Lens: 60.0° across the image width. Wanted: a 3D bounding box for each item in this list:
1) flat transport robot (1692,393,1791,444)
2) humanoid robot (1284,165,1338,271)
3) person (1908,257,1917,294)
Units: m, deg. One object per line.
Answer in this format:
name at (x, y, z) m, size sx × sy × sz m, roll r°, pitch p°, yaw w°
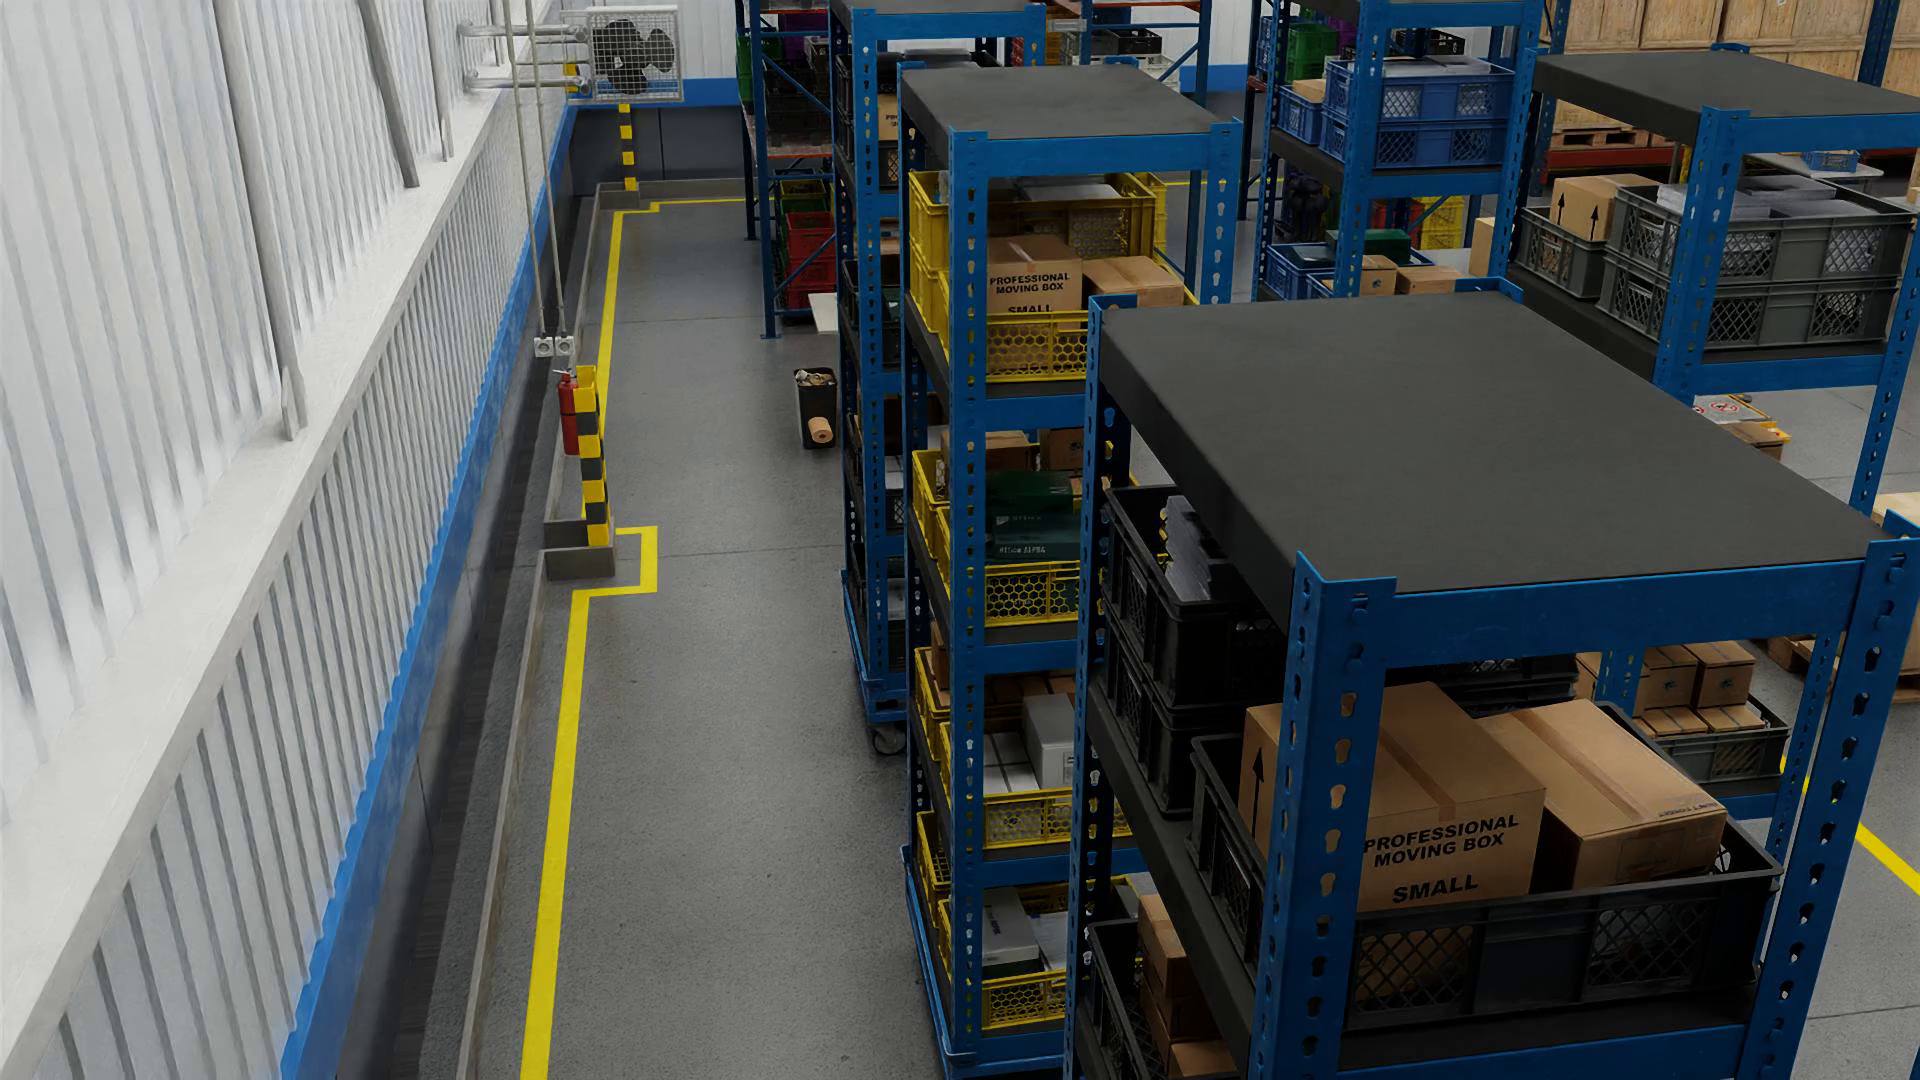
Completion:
flat transport robot at (5.224, -0.859, 12.132) m, size 1.431 × 0.197 × 0.652 m, roll -4°, pitch 25°, yaw -8°
humanoid robot at (3.321, -3.296, 15.780) m, size 0.333 × 1.655 × 0.579 m, roll -19°, pitch 31°, yaw -35°
person at (9.113, -3.210, 15.217) m, size 0.610 × 1.991 × 0.389 m, roll -2°, pitch 25°, yaw -4°
